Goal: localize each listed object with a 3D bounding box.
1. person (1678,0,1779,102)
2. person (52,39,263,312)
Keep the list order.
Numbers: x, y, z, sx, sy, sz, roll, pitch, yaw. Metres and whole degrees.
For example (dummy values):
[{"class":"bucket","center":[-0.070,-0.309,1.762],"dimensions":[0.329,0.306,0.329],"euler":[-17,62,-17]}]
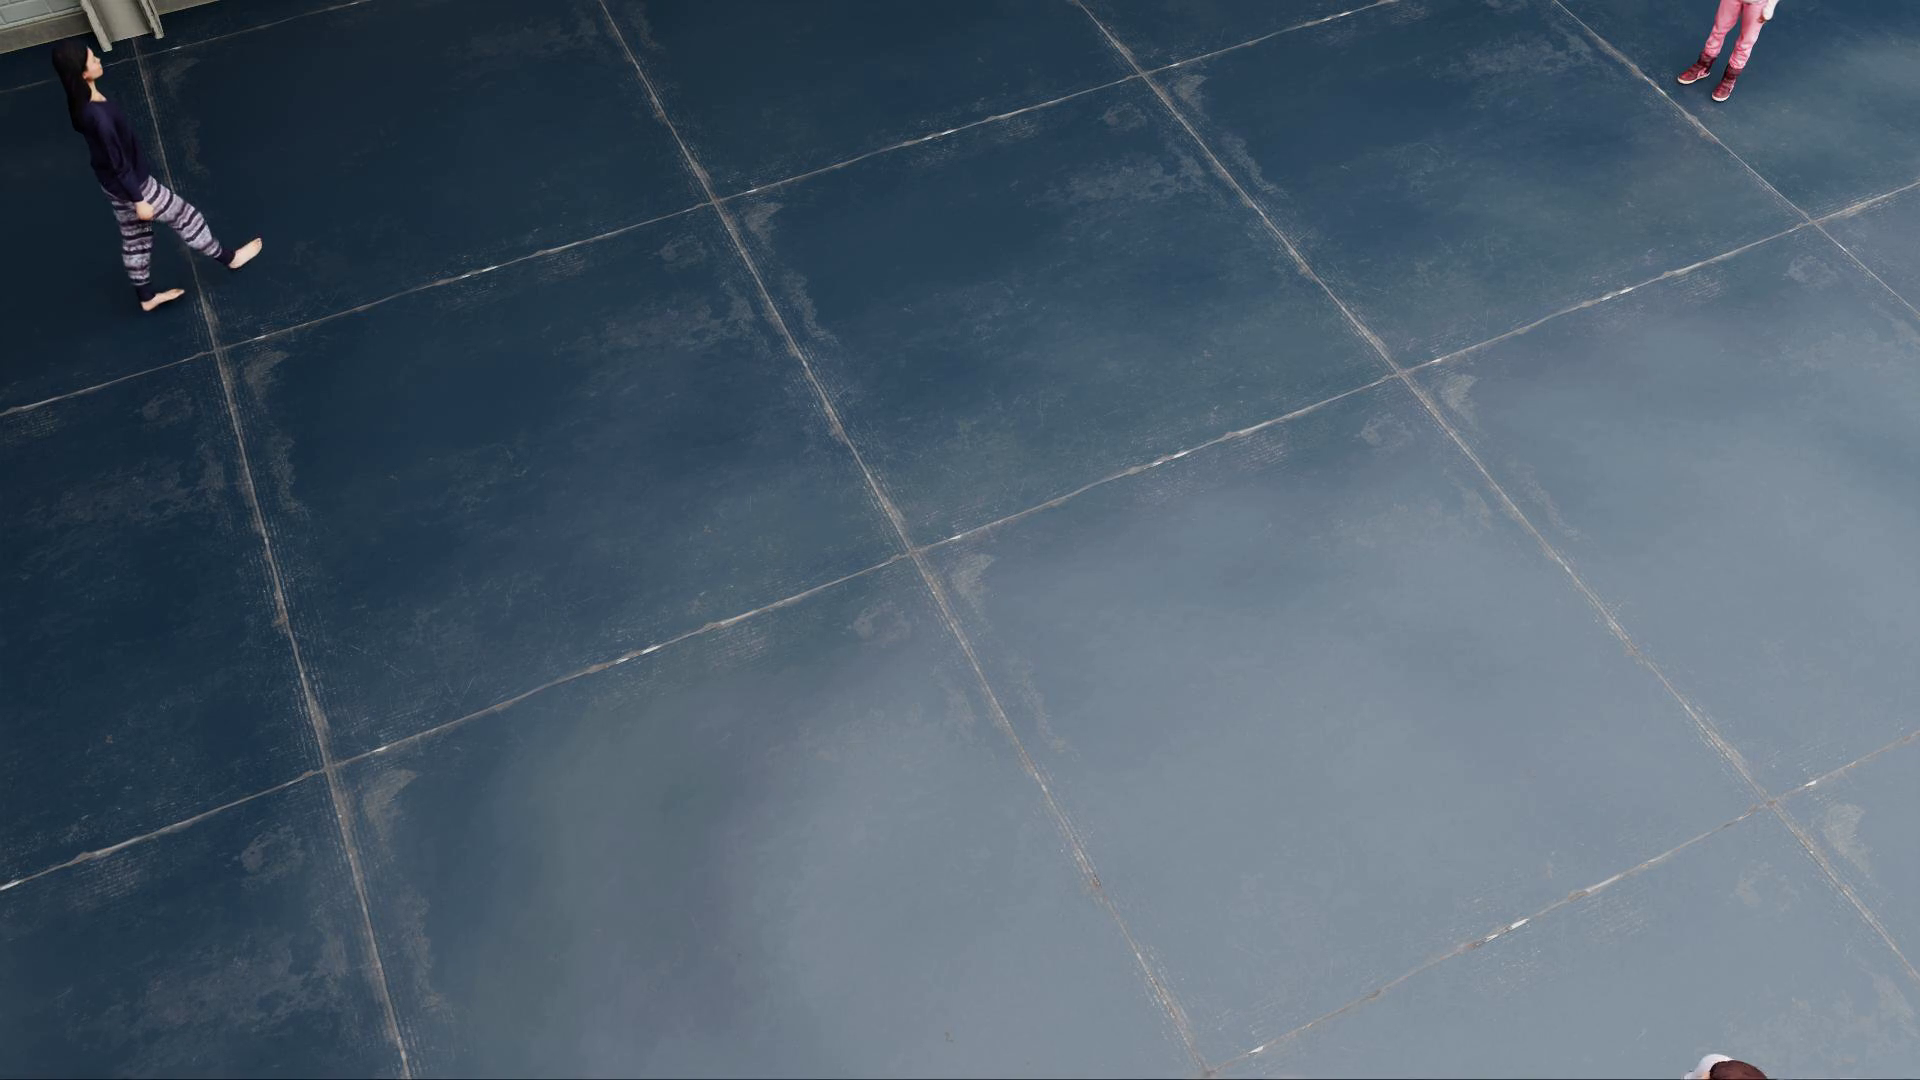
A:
[{"class":"person","center":[4.944,-3.445,10.378],"dimensions":[0.611,1.433,0.606],"euler":[-37,61,-25]},{"class":"person","center":[-4.594,-1.922,9.027],"dimensions":[1.057,1.705,0.812],"euler":[-35,60,-24]}]
